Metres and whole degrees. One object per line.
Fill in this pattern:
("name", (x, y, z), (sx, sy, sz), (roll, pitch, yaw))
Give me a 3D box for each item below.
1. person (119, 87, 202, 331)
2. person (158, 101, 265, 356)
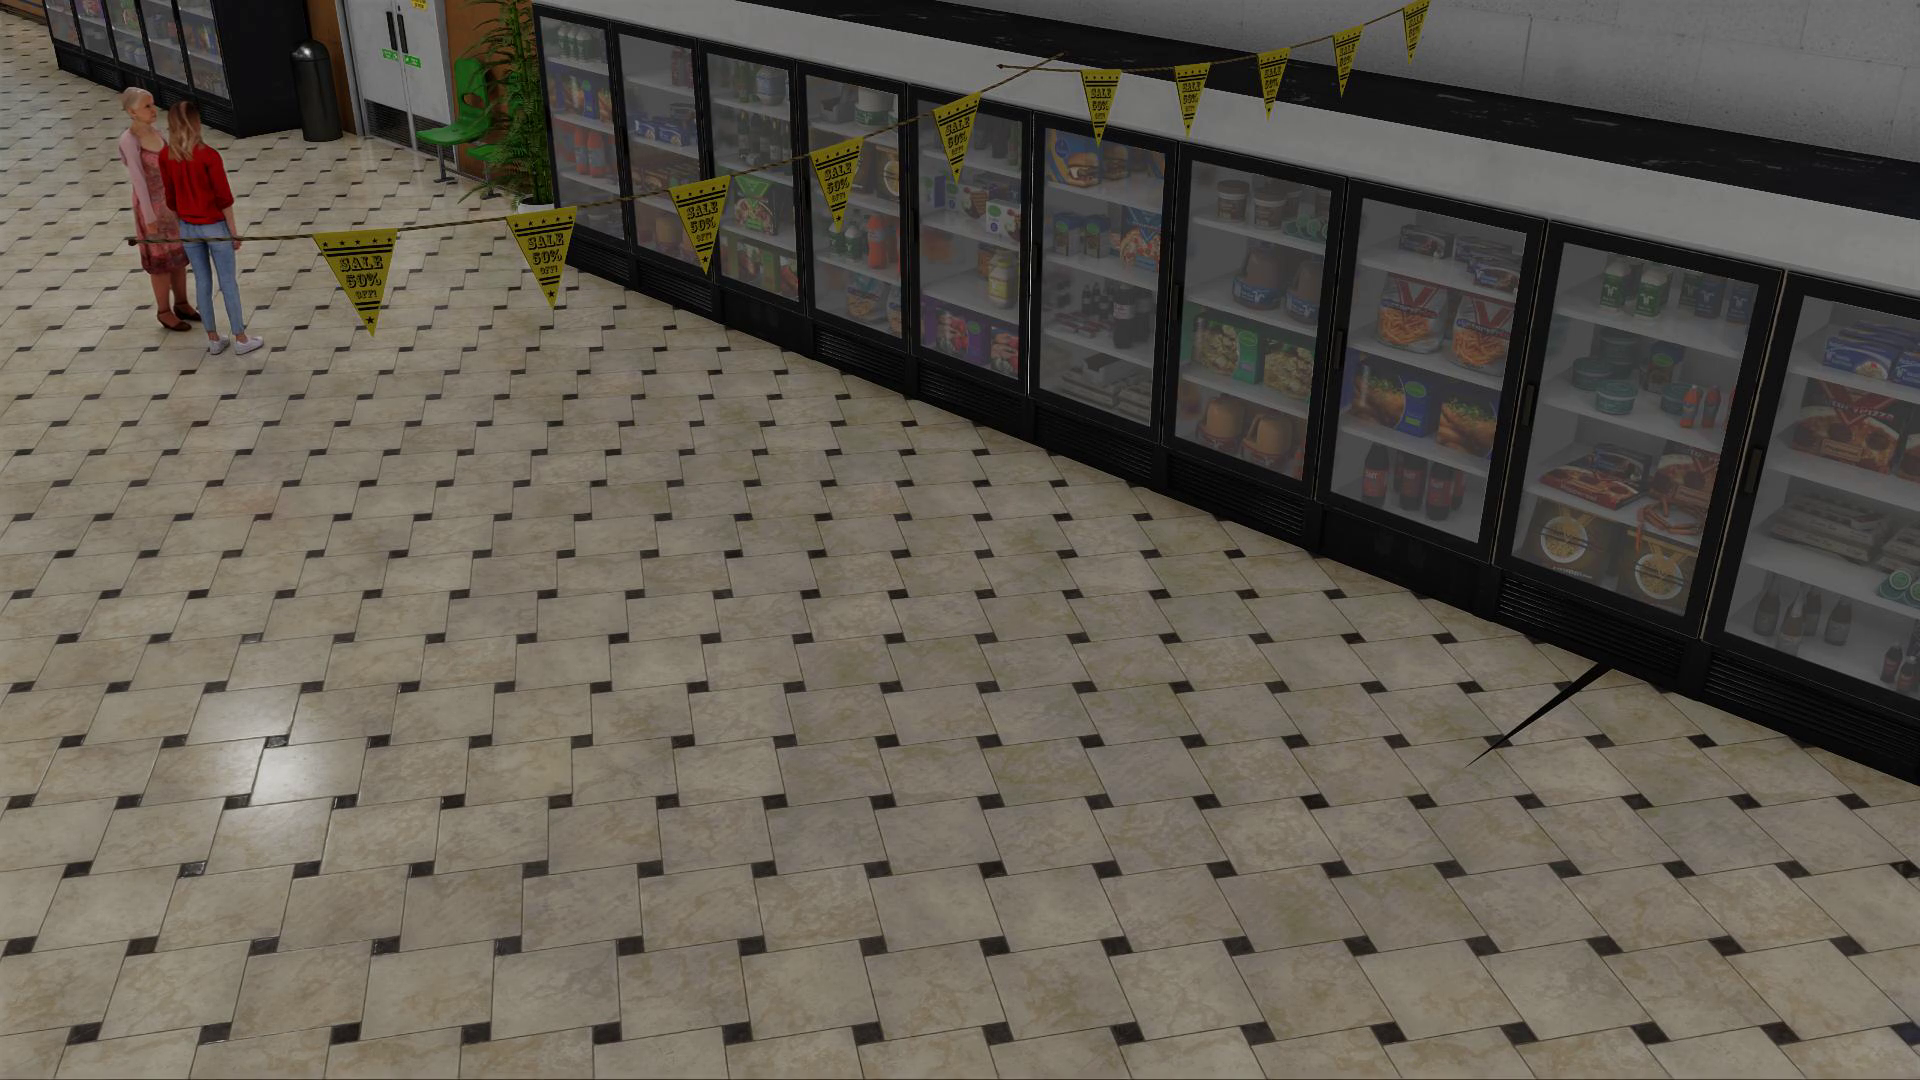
("person", (-5.611, -2.313, 11.628), (0.758, 1.690, 0.687), (2, 27, 4))
("person", (-5.060, -2.076, 11.147), (0.686, 1.704, 0.715), (3, 27, 7))
